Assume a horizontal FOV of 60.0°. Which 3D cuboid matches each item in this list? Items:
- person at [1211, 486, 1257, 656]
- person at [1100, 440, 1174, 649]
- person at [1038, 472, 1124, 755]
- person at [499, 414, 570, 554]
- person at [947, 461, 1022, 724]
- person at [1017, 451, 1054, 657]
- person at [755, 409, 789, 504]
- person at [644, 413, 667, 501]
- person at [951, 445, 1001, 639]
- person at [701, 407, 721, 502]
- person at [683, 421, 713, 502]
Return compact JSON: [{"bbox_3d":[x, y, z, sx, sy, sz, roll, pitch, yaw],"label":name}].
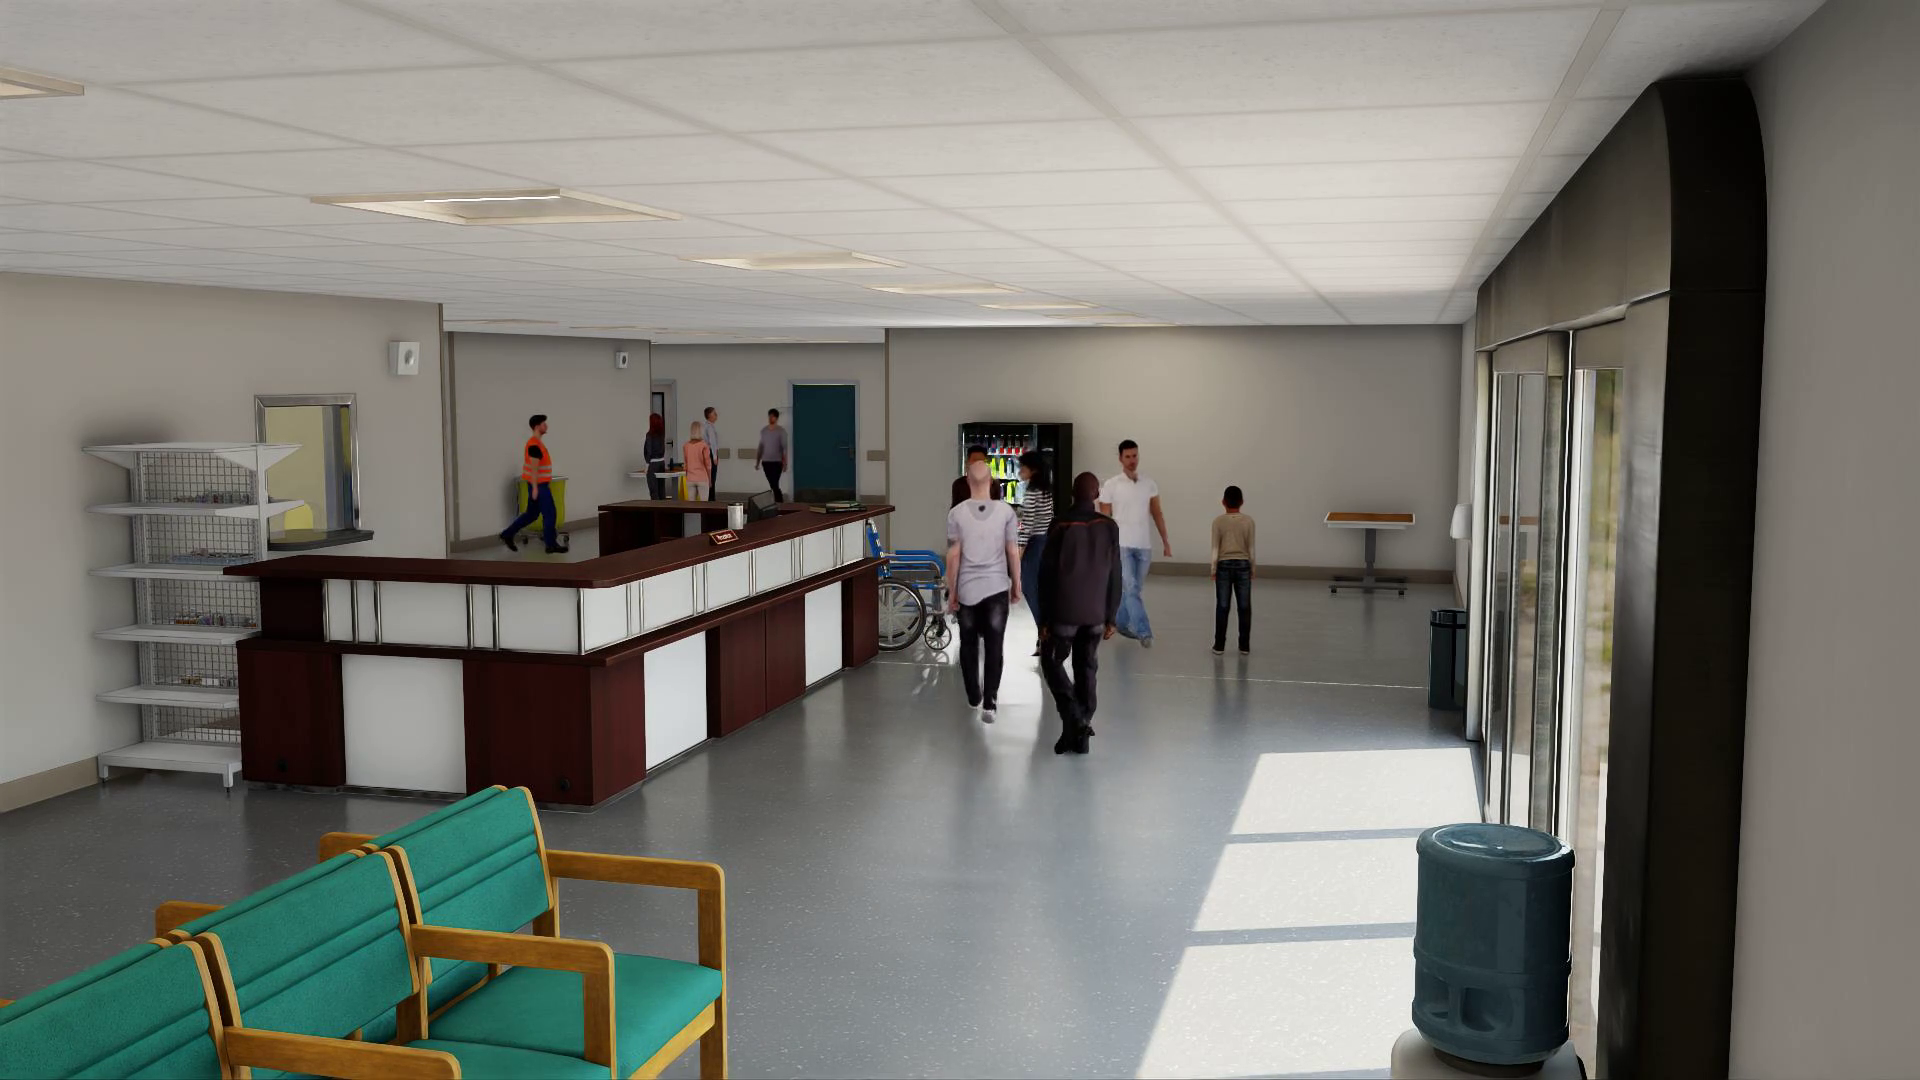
[{"bbox_3d":[2.373,0.261,14.421,0.481,1.461,0.616,1,6,7],"label":"person"},{"bbox_3d":[1.480,0.061,14.712,1.253,1.800,1.224,-2,6,-22],"label":"person"},{"bbox_3d":[0.775,0.481,10.518,0.877,1.805,0.944,-1,6,-14],"label":"person"},{"bbox_3d":[-5.731,-0.723,22.216,1.243,1.859,1.039,-2,6,-16],"label":"person"},{"bbox_3d":[0.161,0.389,11.479,1.245,1.794,0.926,0,6,2],"label":"person"},{"bbox_3d":[0.694,0.115,14.246,0.634,1.769,0.747,5,8,43],"label":"person"},{"bbox_3d":[-3.081,-1.269,27.913,1.147,1.803,0.912,3,7,29],"label":"person"},{"bbox_3d":[-4.993,-1.190,27.255,0.584,1.780,0.637,3,7,30],"label":"person"},{"bbox_3d":[0.121,0.010,15.448,1.113,1.754,0.943,0,6,-4],"label":"person"},{"bbox_3d":[-4.570,-1.529,30.419,0.785,1.820,0.735,-3,6,-27],"label":"person"},{"bbox_3d":[-3.892,-0.904,24.676,0.479,1.725,0.672,2,6,19],"label":"person"}]
